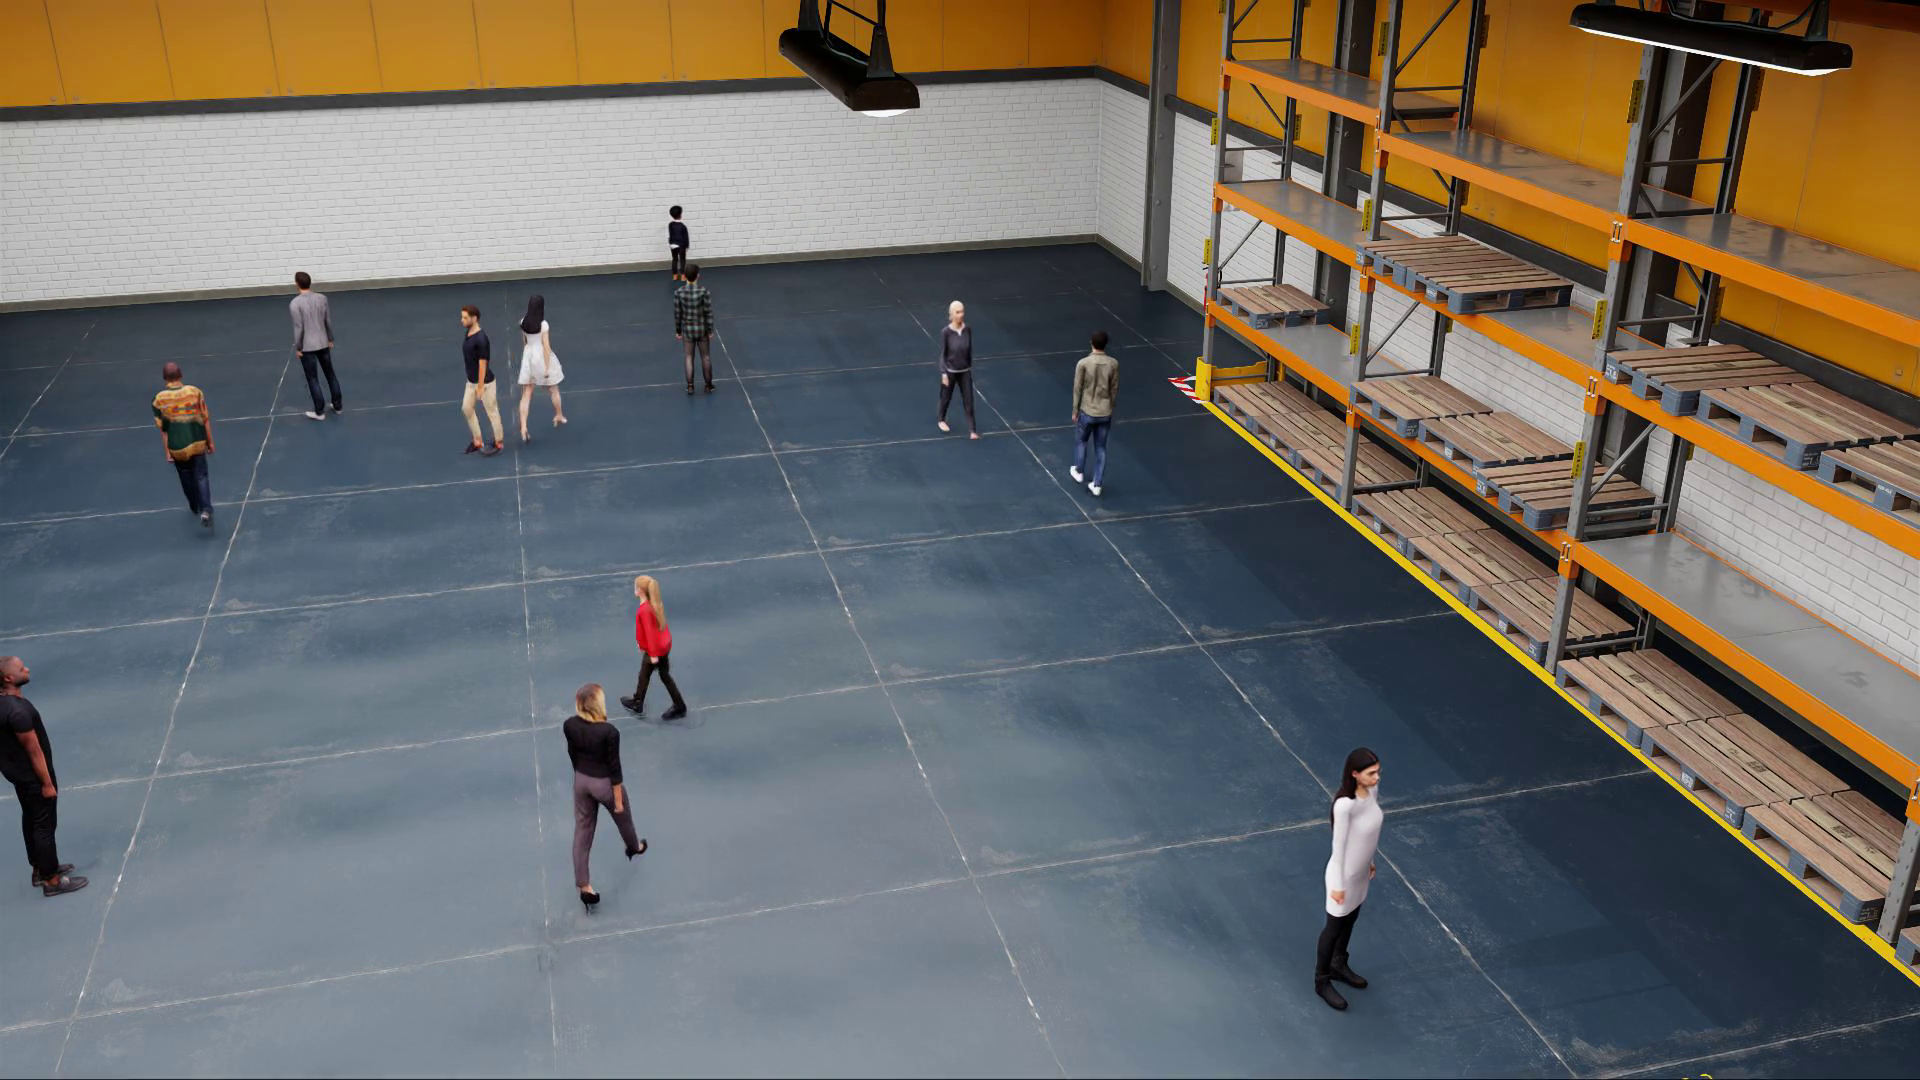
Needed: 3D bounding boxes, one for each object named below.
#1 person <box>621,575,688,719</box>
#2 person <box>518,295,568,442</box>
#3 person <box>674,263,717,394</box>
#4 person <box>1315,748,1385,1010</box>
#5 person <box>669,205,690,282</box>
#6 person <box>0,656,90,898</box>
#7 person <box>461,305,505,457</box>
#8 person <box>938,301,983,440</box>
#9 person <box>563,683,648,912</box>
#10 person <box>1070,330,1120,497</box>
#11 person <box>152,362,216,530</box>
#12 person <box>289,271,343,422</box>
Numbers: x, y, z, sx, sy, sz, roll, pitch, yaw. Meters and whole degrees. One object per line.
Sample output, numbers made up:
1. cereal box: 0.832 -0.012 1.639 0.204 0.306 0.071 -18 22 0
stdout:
1. person: -2.507 0.926 13.919 0.768 1.246 0.815 0 24 -1
2. person: -5.151 -2.042 20.110 1.023 1.725 1.199 7 25 16
3. person: -3.468 -2.763 21.683 0.722 1.715 0.625 0 24 0
4. person: 2.466 2.102 10.527 0.707 1.808 0.692 19 30 37
5. person: -4.606 -4.858 27.180 0.576 1.223 0.629 11 26 24
6. person: -6.491 1.628 11.597 0.672 1.819 0.803 22 32 40
7. person: -5.564 -1.888 19.609 0.884 1.843 0.804 -19 30 -36
8. person: -0.092 -2.075 20.244 0.765 1.679 1.133 -10 26 -23
9. person: -2.544 1.797 11.448 0.967 1.629 1.126 8 25 17
10. person: 1.526 -1.375 18.440 0.738 1.841 0.925 -5 24 -12
11. person: -8.173 -0.978 17.611 0.882 1.777 1.230 -12 27 -26
12. person: -8.096 -2.445 20.852 0.809 1.871 0.776 16 28 33
